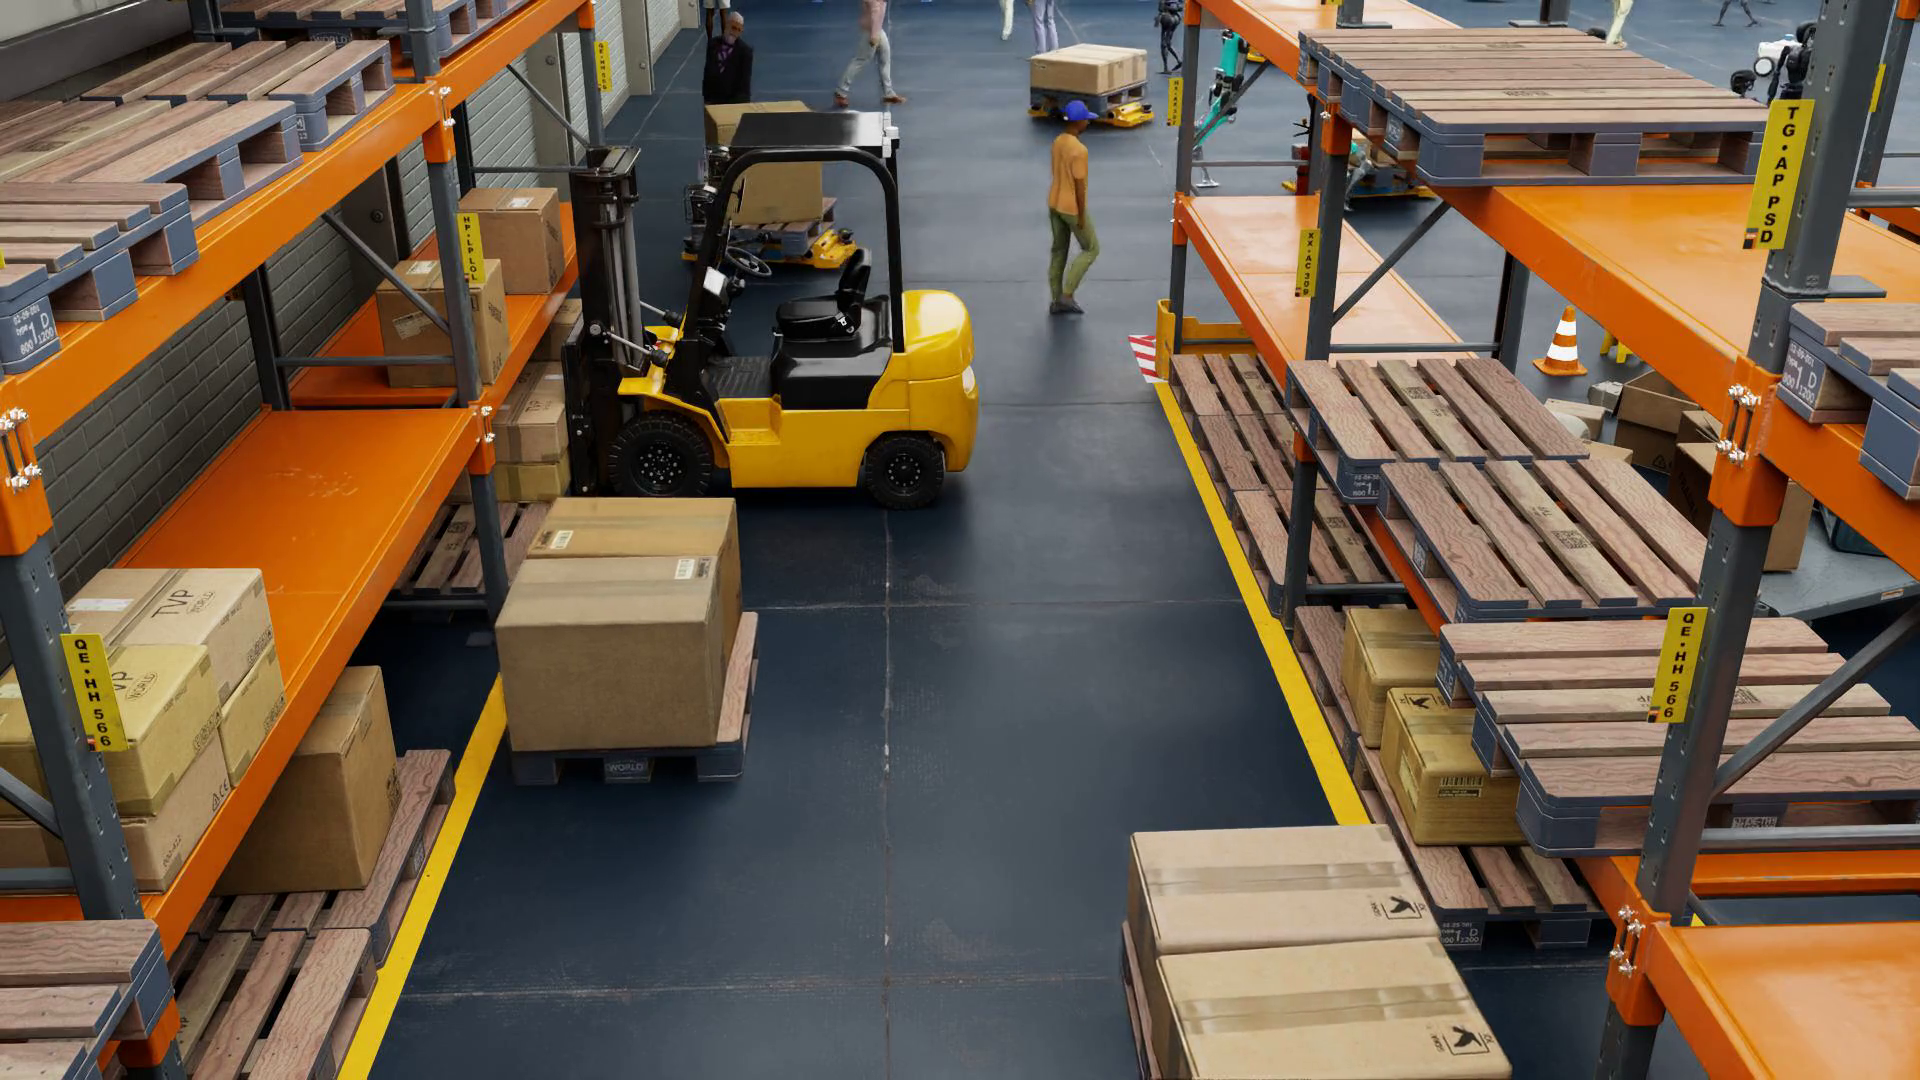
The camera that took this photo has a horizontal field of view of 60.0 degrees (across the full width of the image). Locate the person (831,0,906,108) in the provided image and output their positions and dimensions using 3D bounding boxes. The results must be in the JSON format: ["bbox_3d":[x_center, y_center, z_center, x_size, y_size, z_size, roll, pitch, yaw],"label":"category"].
[{"bbox_3d":[-1.197,-6.473,21.133,0.960,1.893,0.655,-2,25,-5],"label":"person"}]

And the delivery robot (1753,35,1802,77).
[{"bbox_3d":[11.539,-6.768,23.321,0.783,0.612,0.523,14,29,27],"label":"delivery robot"}]

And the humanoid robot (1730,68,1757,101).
[{"bbox_3d":[6.871,-3.308,14.673,0.586,1.643,0.412,-19,31,-35],"label":"humanoid robot"}]

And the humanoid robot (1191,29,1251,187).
[{"bbox_3d":[2.557,-4.410,17.040,0.730,1.879,0.539,-6,26,-13],"label":"humanoid robot"}]

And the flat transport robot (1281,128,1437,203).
[{"bbox_3d":[4.089,-3.651,17.034,1.431,0.231,0.659,-5,26,-11],"label":"flat transport robot"}]

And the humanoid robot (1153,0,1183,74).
[{"bbox_3d":[2.965,-7.371,23.272,0.410,1.645,0.611,14,29,28],"label":"humanoid robot"}]

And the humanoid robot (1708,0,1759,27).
[{"bbox_3d":[12.866,-9.264,27.329,0.766,1.638,0.593,13,28,26],"label":"humanoid robot"}]

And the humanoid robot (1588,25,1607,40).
[{"bbox_3d":[6.431,-4.524,17.245,0.609,1.636,0.549,-10,27,-20],"label":"humanoid robot"}]

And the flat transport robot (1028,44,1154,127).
[{"bbox_3d":[1.614,-5.325,20.581,1.431,0.231,0.659,16,29,30],"label":"flat transport robot"}]

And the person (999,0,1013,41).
[{"bbox_3d":[0.743,-8.841,26.336,0.560,1.708,0.891,10,27,20],"label":"person"}]

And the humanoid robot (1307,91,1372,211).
[{"bbox_3d":[3.675,-3.972,15.984,0.820,1.749,0.540,20,32,36],"label":"humanoid robot"}]

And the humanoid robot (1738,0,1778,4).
[{"bbox_3d":[14.502,-10.533,30.007,0.739,1.640,0.589,21,33,38],"label":"humanoid robot"}]

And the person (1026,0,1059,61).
[{"bbox_3d":[1.254,-7.910,24.267,0.642,1.812,0.383,-20,32,-36],"label":"person"}]

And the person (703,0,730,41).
[{"bbox_3d":[-3.681,-8.353,25.084,0.557,1.898,0.365,7,26,15],"label":"person"}]

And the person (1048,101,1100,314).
[{"bbox_3d":[0.883,-2.610,13.151,0.398,1.703,0.453,-16,29,-30],"label":"person"}]

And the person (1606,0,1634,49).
[{"bbox_3d":[9.919,-8.207,24.846,1.005,1.849,0.505,-23,34,-40],"label":"person"}]

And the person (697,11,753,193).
[{"bbox_3d":[-2.404,-4.418,16.860,0.659,1.814,0.465,11,27,21],"label":"person"}]

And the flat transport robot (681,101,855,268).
[{"bbox_3d":[-1.709,-2.634,14.881,1.431,0.231,0.659,4,26,9],"label":"flat transport robot"}]

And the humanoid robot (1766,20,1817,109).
[{"bbox_3d":[8.701,-4.569,17.328,0.442,1.642,0.591,-12,28,-24],"label":"humanoid robot"}]

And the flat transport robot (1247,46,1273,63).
[{"bbox_3d":[4.780,-7.274,24.707,0.659,0.231,1.431,23,34,40],"label":"flat transport robot"}]

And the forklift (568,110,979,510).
[{"bbox_3d":[-1.043,-1.379,9.976,2.313,2.155,1.214,-1,25,-2],"label":"forklift"}]
